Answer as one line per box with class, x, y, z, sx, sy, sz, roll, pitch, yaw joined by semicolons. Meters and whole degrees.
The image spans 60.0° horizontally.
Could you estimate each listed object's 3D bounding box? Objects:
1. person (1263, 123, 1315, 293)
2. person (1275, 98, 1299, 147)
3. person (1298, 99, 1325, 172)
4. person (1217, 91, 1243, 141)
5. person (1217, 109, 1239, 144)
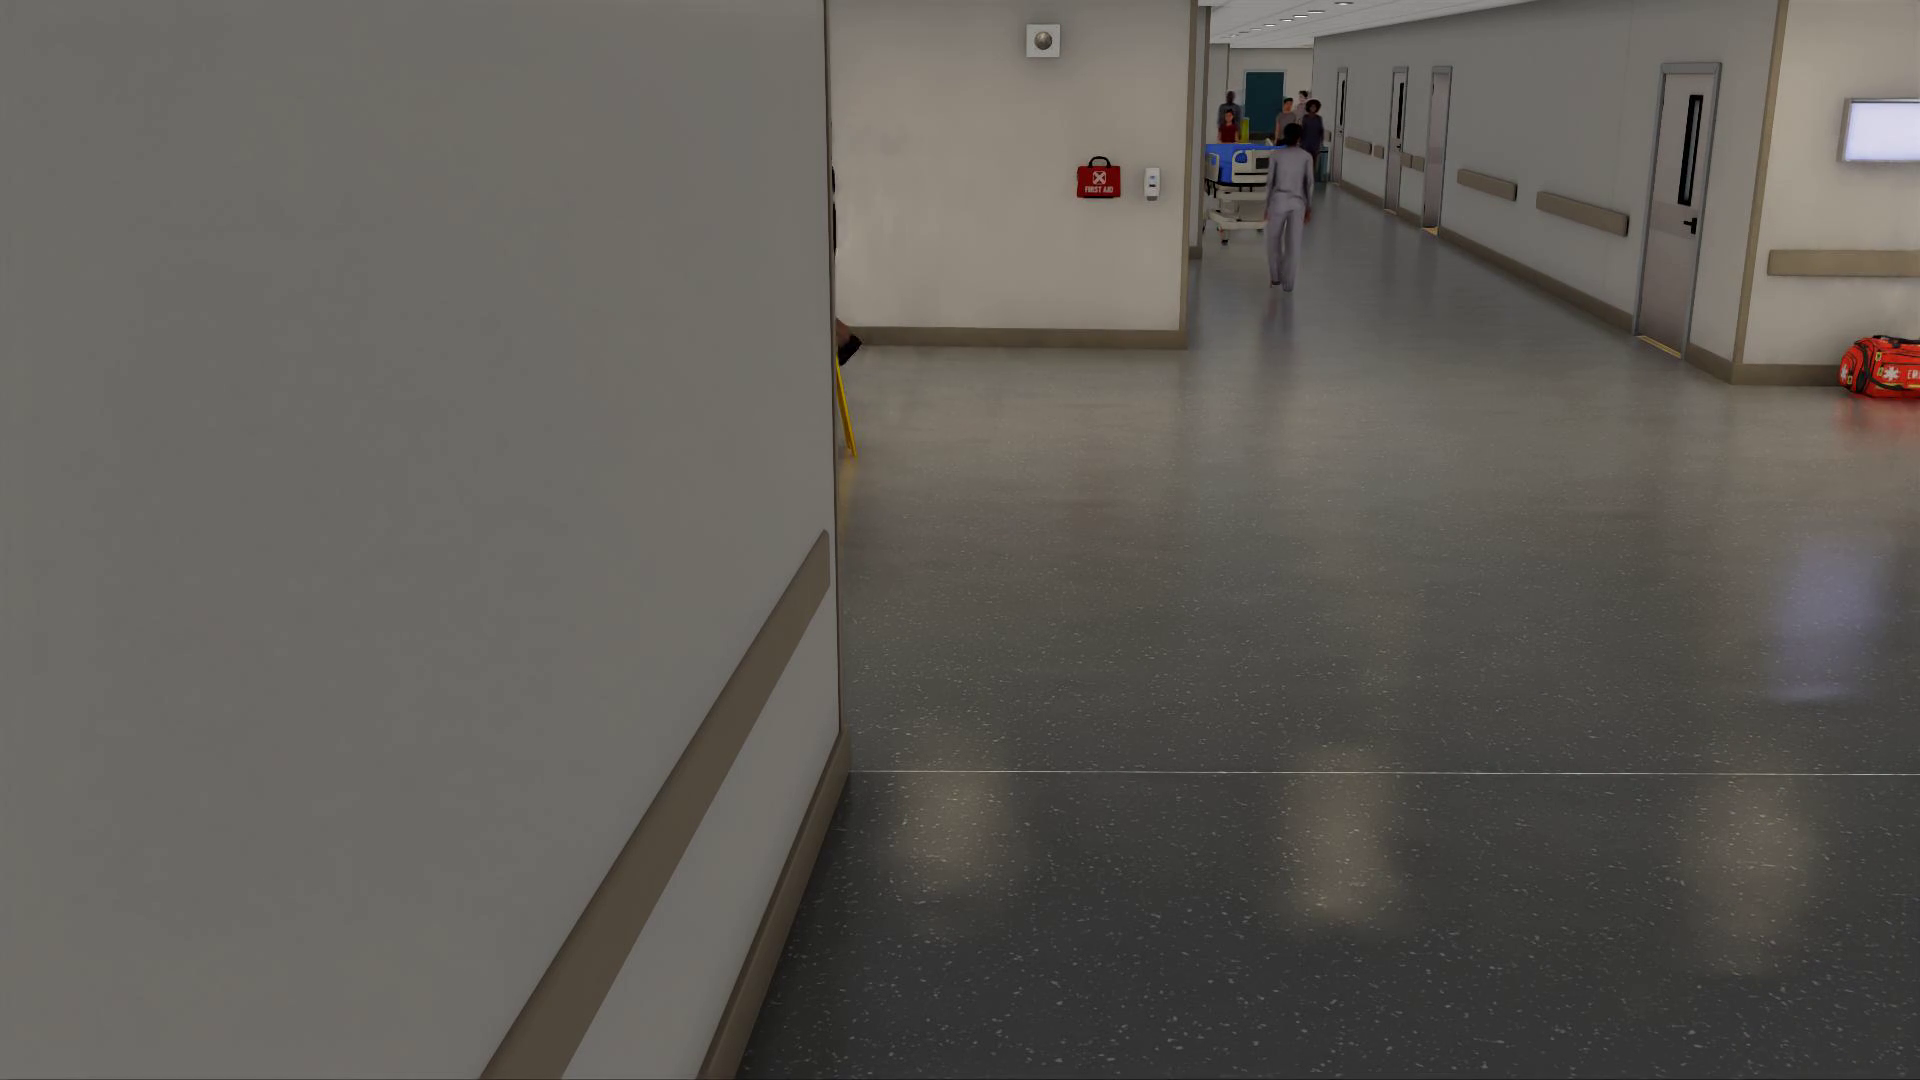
person;3.414;-3.455;17.340;0.621;1.720;0.743;3;16;11
person;6.813;-8.375;34.816;0.646;1.707;0.691;3;16;10
person;6.950;-7.845;32.983;0.912;1.680;0.714;0;16;2
person;5.863;-8.804;36.134;1.044;1.816;0.949;6;17;20
person;5.101;-7.406;31.688;0.993;1.530;0.735;5;16;16
